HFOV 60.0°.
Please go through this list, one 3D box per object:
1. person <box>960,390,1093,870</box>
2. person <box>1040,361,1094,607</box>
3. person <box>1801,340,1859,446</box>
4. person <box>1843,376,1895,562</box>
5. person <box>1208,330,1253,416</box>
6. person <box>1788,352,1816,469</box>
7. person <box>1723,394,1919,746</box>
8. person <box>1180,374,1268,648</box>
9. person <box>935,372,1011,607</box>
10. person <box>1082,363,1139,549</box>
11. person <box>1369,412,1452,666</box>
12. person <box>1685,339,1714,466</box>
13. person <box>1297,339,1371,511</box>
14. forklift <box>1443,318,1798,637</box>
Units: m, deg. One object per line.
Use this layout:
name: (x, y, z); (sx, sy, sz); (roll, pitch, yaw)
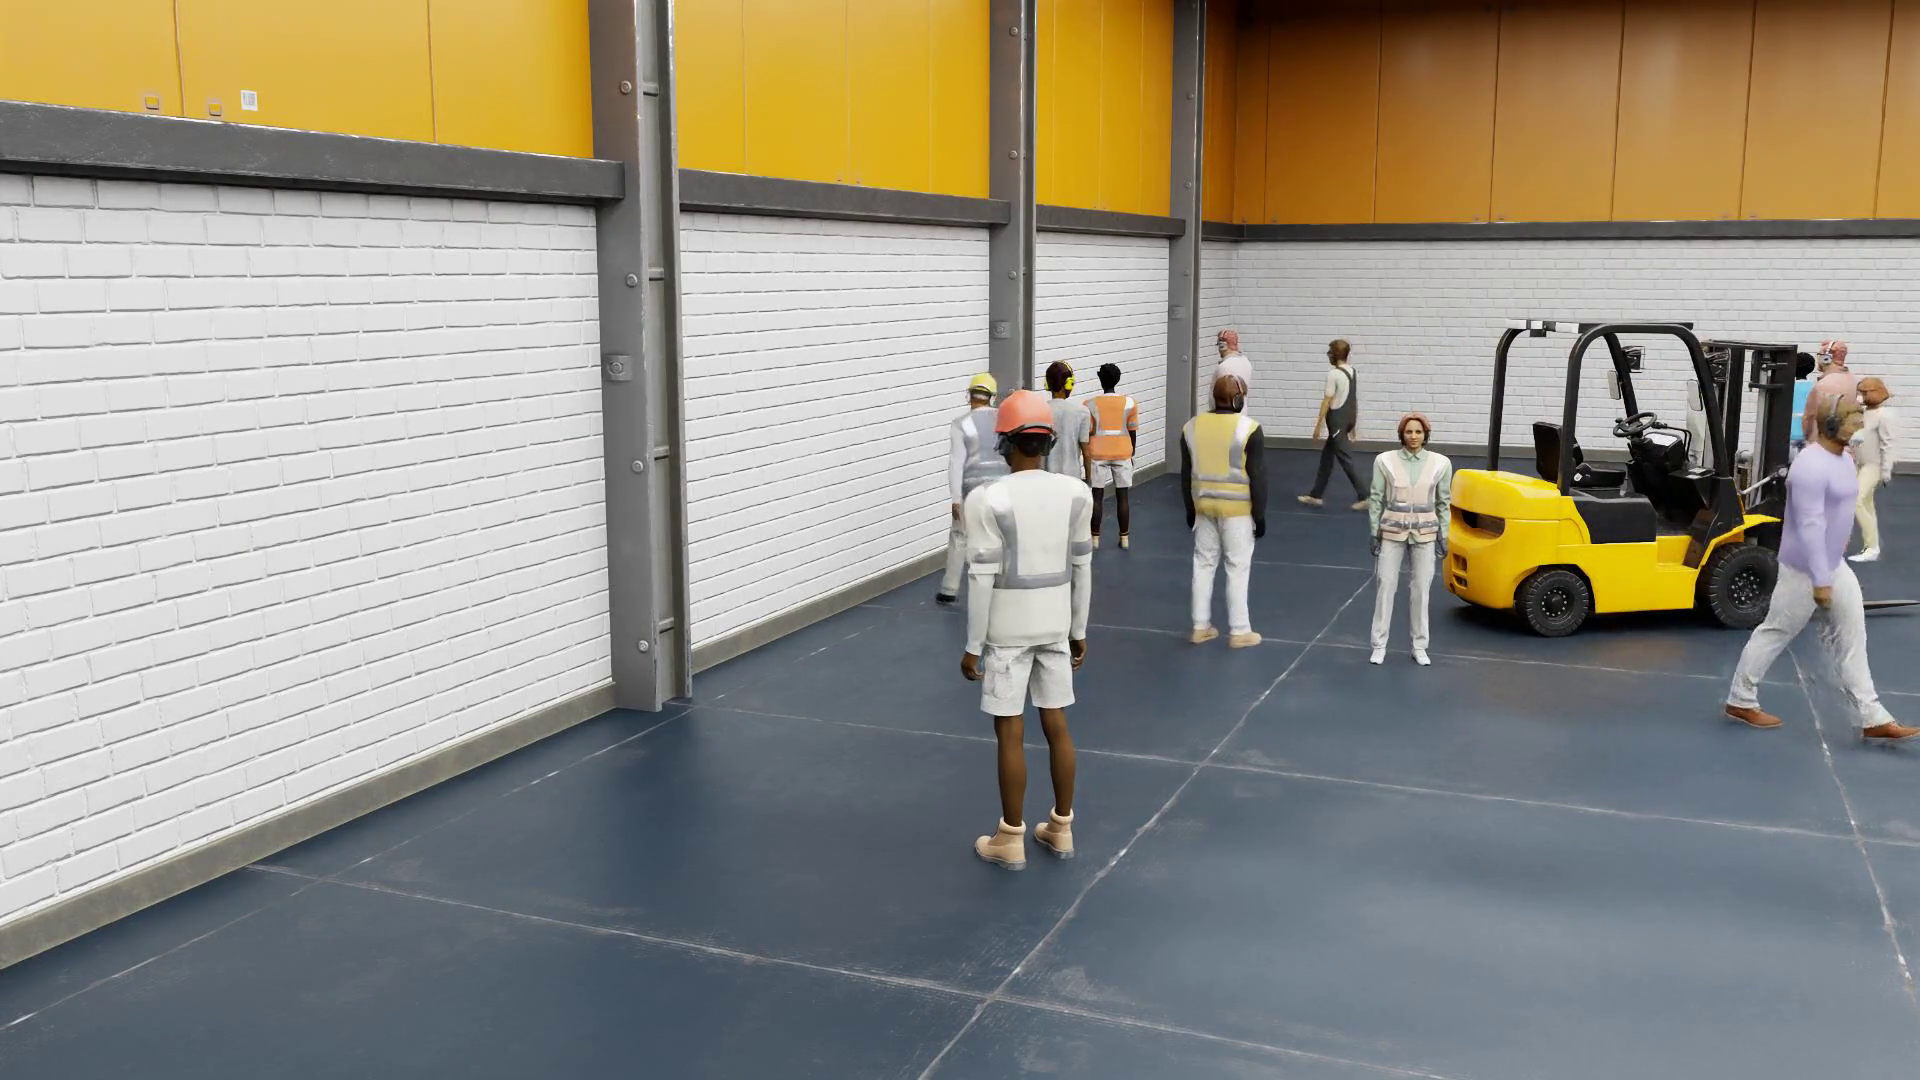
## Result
person: (0.270, 0.382, 7.123); (0.614, 2.041, 0.390); (-5, 11, -29)
person: (0.739, -0.393, 12.360); (0.517, 1.865, 0.328); (2, 10, 11)
person: (7.739, -0.833, 14.890); (0.639, 1.911, 0.406); (-8, 12, -40)
person: (7.832, -0.599, 14.371); (0.422, 1.614, 0.508); (1, 9, 3)
person: (2.794, -1.244, 17.411); (0.406, 1.902, 0.639); (6, 11, 30)
person: (8.457, -1.045, 16.804); (0.537, 1.700, 0.317); (1, 9, 8)
person: (4.652, 0.160, 8.948); (0.651, 1.884, 1.012); (-9, 13, -42)
person: (1.800, -0.195, 11.239); (0.633, 1.838, 0.429); (8, 12, 39)
person: (0.189, -0.352, 12.389); (0.601, 1.775, 0.737); (-5, 11, -27)
person: (1.352, -0.752, 15.065); (0.531, 1.694, 0.320); (0, 9, -2)
person: (2.885, -0.007, 10.694); (0.515, 1.642, 0.314); (2, 10, 10)
person: (6.432, -0.763, 14.372); (0.370, 1.940, 0.627); (0, 9, 0)
person: (4.008, -1.209, 17.512); (0.859, 1.821, 0.532); (8, 12, 41)
forklift: (4.706, -0.497, 11.990); (2.313, 2.155, 1.214); (-2, 10, -10)
